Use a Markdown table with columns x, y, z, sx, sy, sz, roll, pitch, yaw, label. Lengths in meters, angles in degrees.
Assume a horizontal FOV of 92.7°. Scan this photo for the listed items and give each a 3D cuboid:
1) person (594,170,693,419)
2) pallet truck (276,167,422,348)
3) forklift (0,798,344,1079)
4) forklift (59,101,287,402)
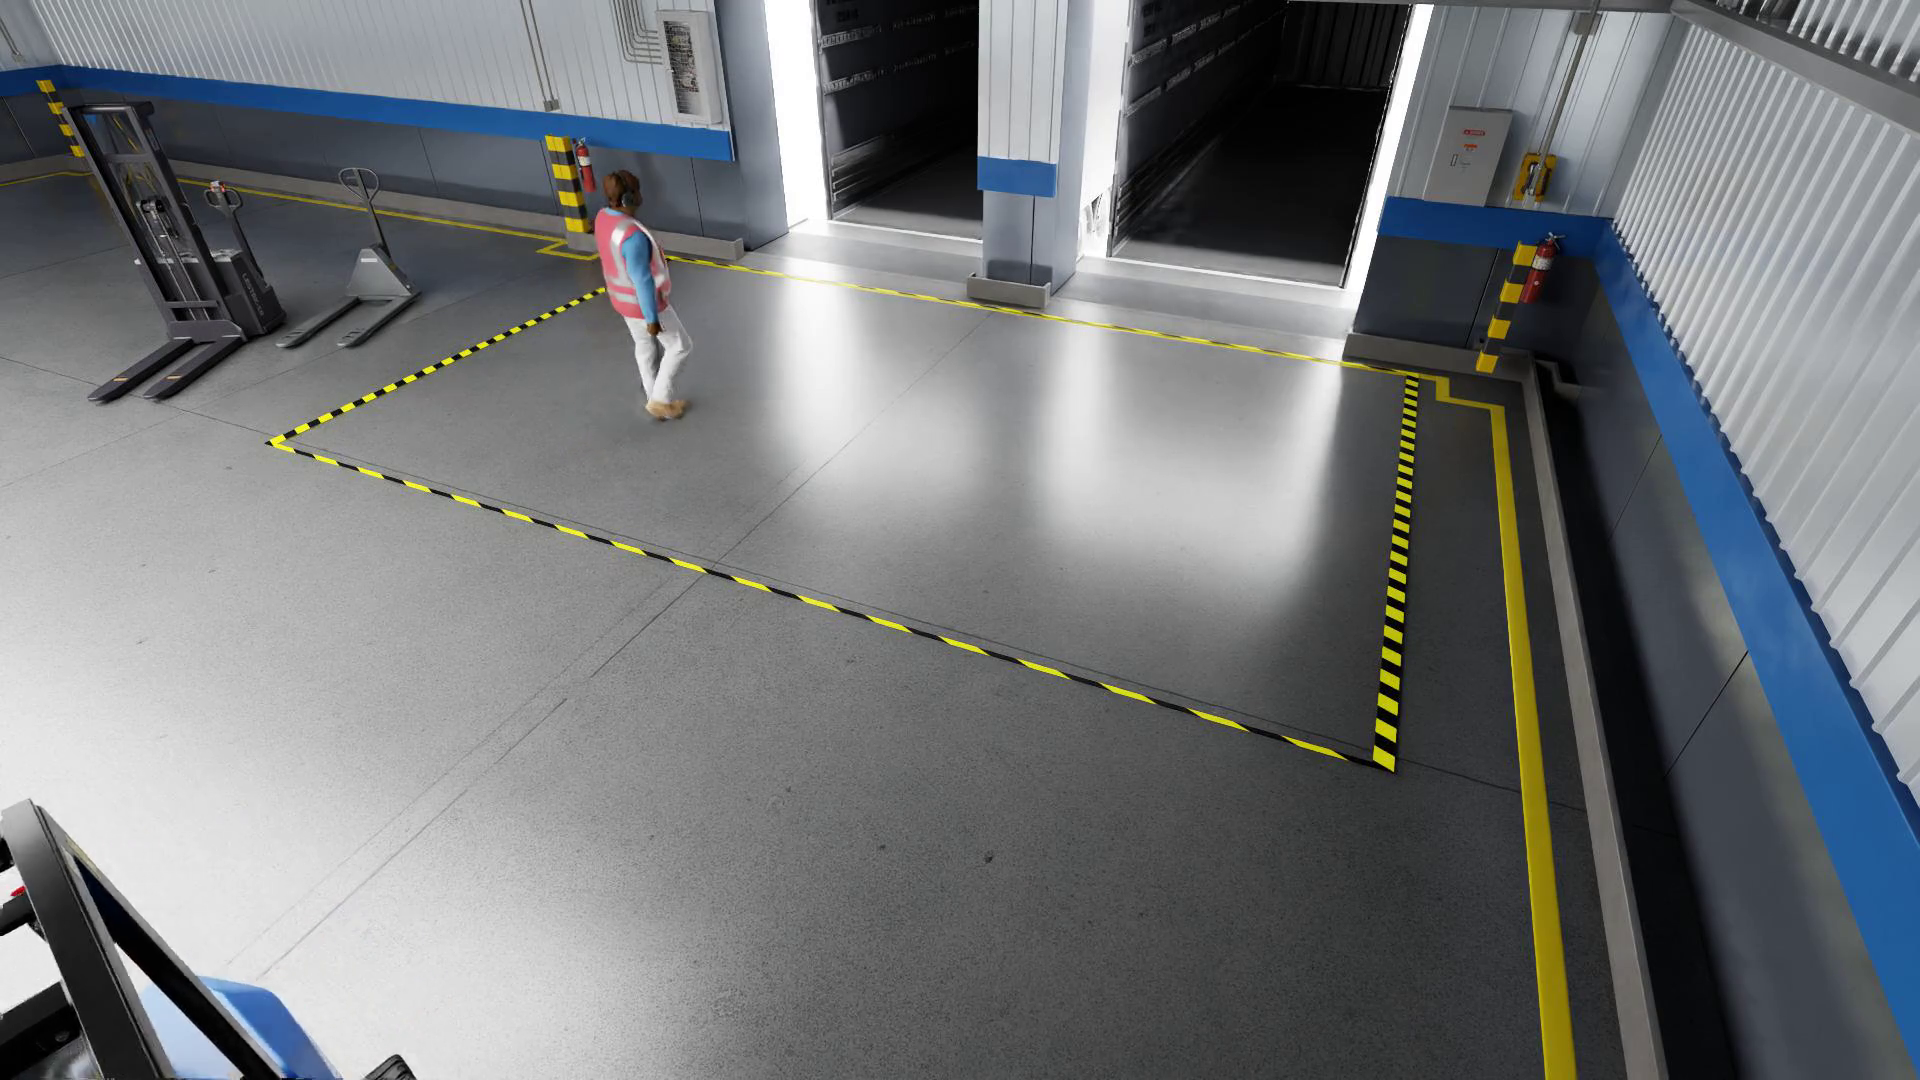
| x | y | z | sx | sy | sz | roll | pitch | yaw | label |
| --- | --- | --- | --- | --- | --- | --- | --- | --- | --- |
| -2.268 | -1.706 | 6.610 | 0.458 | 1.828 | 0.626 | -28 | 44 | -34 | person |
| -5.732 | -2.611 | 8.414 | 0.680 | 1.201 | 1.601 | -1 | 35 | -1 | pallet truck |
| -1.331 | 1.633 | 1.374 | 2.680 | 2.036 | 1.157 | 26 | 42 | 32 | forklift |
| -6.686 | -2.387 | 7.434 | 0.823 | 1.965 | 1.885 | -3 | 35 | -5 | forklift |
